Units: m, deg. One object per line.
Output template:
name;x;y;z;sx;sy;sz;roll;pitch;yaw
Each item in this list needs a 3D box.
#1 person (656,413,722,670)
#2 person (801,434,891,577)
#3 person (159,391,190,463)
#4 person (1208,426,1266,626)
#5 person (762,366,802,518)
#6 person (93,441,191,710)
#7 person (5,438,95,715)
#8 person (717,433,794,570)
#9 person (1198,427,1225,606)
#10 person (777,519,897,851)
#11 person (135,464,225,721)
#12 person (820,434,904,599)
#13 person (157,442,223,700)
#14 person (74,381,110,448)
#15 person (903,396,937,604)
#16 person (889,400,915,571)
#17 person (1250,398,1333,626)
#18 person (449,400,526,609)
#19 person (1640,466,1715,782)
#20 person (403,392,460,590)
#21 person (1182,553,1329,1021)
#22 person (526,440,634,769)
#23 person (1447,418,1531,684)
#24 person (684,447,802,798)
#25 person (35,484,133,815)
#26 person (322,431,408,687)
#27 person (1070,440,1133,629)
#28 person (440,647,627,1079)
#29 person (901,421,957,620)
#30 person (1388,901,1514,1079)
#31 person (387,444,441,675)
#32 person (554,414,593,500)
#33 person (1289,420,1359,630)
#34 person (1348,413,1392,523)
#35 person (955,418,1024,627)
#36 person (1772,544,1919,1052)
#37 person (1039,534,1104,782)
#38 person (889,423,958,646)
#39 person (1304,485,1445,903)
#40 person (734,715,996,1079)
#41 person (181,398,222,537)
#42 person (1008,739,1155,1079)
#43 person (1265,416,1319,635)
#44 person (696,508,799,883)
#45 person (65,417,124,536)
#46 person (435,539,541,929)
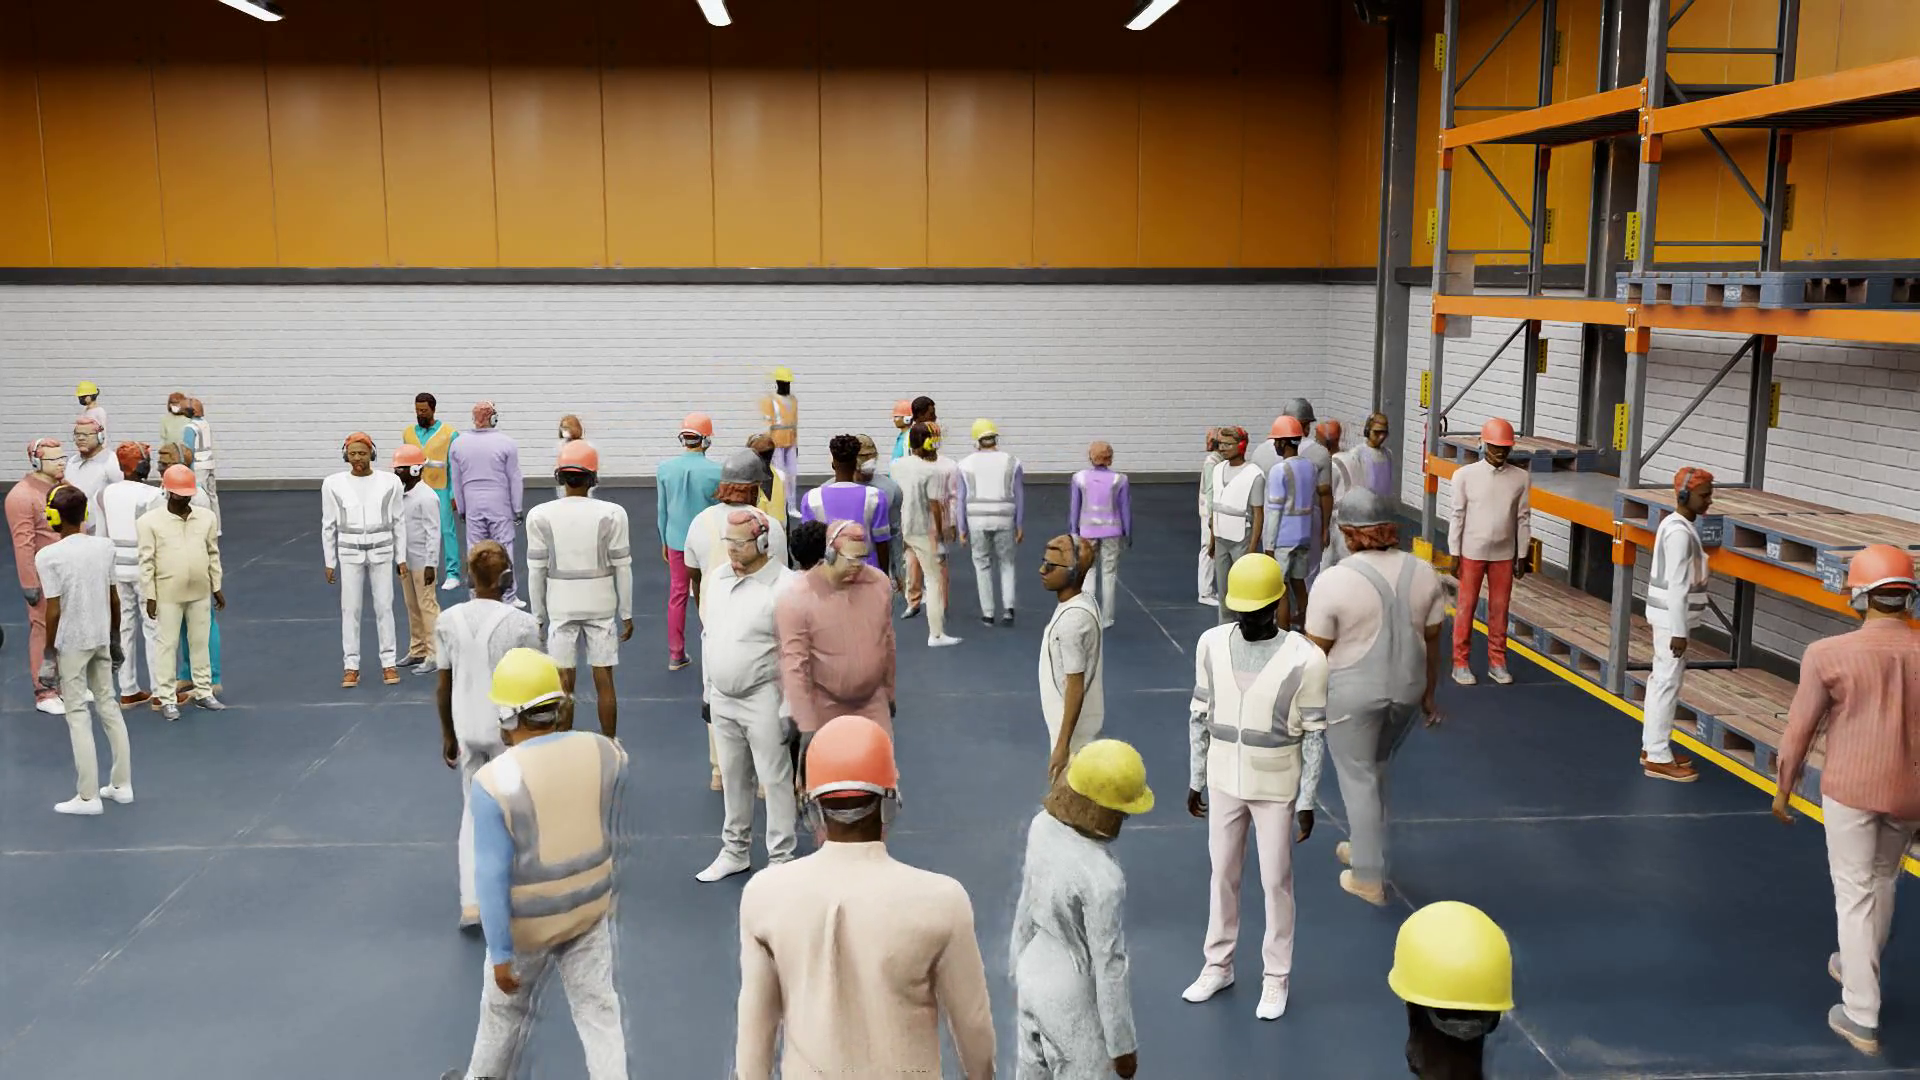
person;-2.014;0.021;12.714;0.606;1.987;0.398;2;9;12
person;-0.769;0.259;11.266;0.607;1.966;0.367;-1;9;-4
person;-9.521;-1.021;20.370;0.517;1.614;0.442;1;9;7
person;2.181;0.019;13.147;0.387;1.846;0.566;-6;11;-31
person;-2.263;-1.233;20.816;0.719;1.907;0.600;7;12;38
person;-5.713;0.250;11.583;0.576;1.881;0.352;2;9;14
person;-6.274;0.241;11.562;0.409;1.907;0.651;1;9;5
person;-1.527;0.107;12.634;0.619;1.838;0.430;-8;12;-41
person;2.344;-0.220;15.296;0.310;1.638;0.523;3;9;16
person;-0.552;0.814;8.079;0.671;1.866;0.609;-6;11;-32
person;-5.321;0.346;11.408;0.334;1.743;0.560;7;12;39
person;-0.682;0.231;11.522;0.636;1.938;0.358;-3;10;-21
person;-5.520;0.220;11.886;0.506;1.846;0.351;7;11;38
person;-10.413;-1.027;20.000;0.528;1.760;0.340;7;11;35
person;-0.379;-0.372;15.377;0.376;1.917;0.600;0;9;-3
person;-0.562;-0.559;17.068;0.330;1.751;0.565;-3;9;-16
person;2.743;-0.157;13.643;0.684;2.000;0.534;5;10;30
person;-4.230;-0.302;14.977;0.643;1.909;0.410;1;9;5
person;4.326;0.495;10.041;0.354;1.883;0.576;3;10;21
person;-5.080;-0.473;16.055;0.592;1.911;0.389;2;9;14
person;1.194;0.994;6.802;0.585;1.919;0.374;6;11;32
person;-2.282;0.415;10.043;0.615;2.043;0.373;-1;9;-7
person;3.907;0.091;12.279;0.605;1.986;0.401;0;9;-1
person;-1.223;0.471;9.699;0.685;2.000;0.538;5;10;30
person;-4.942;0.614;9.355;0.310;1.864;0.534;4;10;22
person;-4.379;0.141;12.260;0.587;1.882;0.342;-3;10;-20
person;1.207;-0.042;14.220;0.537;1.622;0.392;2;9;14
person;-1.448;1.240;5.664;0.920;1.785;0.598;9;12;43
person;-0.281;-0.168;14.605;0.561;1.754;0.325;2;9;15
person;0.922;1.611;3.093;0.604;1.874;1.011;0;9;-3
person;-4.157;0.141;12.671;0.330;1.750;0.573;-9;12;-43
person;-3.934;-0.505;17.179;0.528;1.613;0.644;5;11;30
person;3.165;-0.080;13.863;0.985;1.827;0.578;4;10;24
person;3.583;-0.199;14.542;0.514;1.836;0.334;-6;11;-34
person;0.252;-0.153;14.387;0.597;1.796;0.494;0;9;-3
person;3.633;0.983;6.727;0.657;1.955;0.846;1;9;4
person;0.495;0.881;7.734;0.340;1.846;0.512;1;9;8
person;-0.425;-0.034;13.578;0.744;1.828;0.529;5;11;31
person;1.938;0.710;8.201;0.709;2.000;0.781;-3;10;-21
person;-0.230;1.399;4.209;0.611;1.943;0.975;3;10;20
person;-8.693;-0.807;19.021;0.318;1.630;0.510;0;9;-3
person;0.326;1.392;4.989;0.336;1.701;0.629;-4;10;-25
person;2.568;-0.016;13.114;0.546;1.928;0.378;-8;12;-42
person;-1.038;0.785;8.154;0.639;1.908;0.407;6;11;35
person;-6.875;-0.027;13.234;0.652;1.910;0.402;4;10;23
person;-2.139;0.910;7.603;0.518;1.833;0.459;2;9;14
